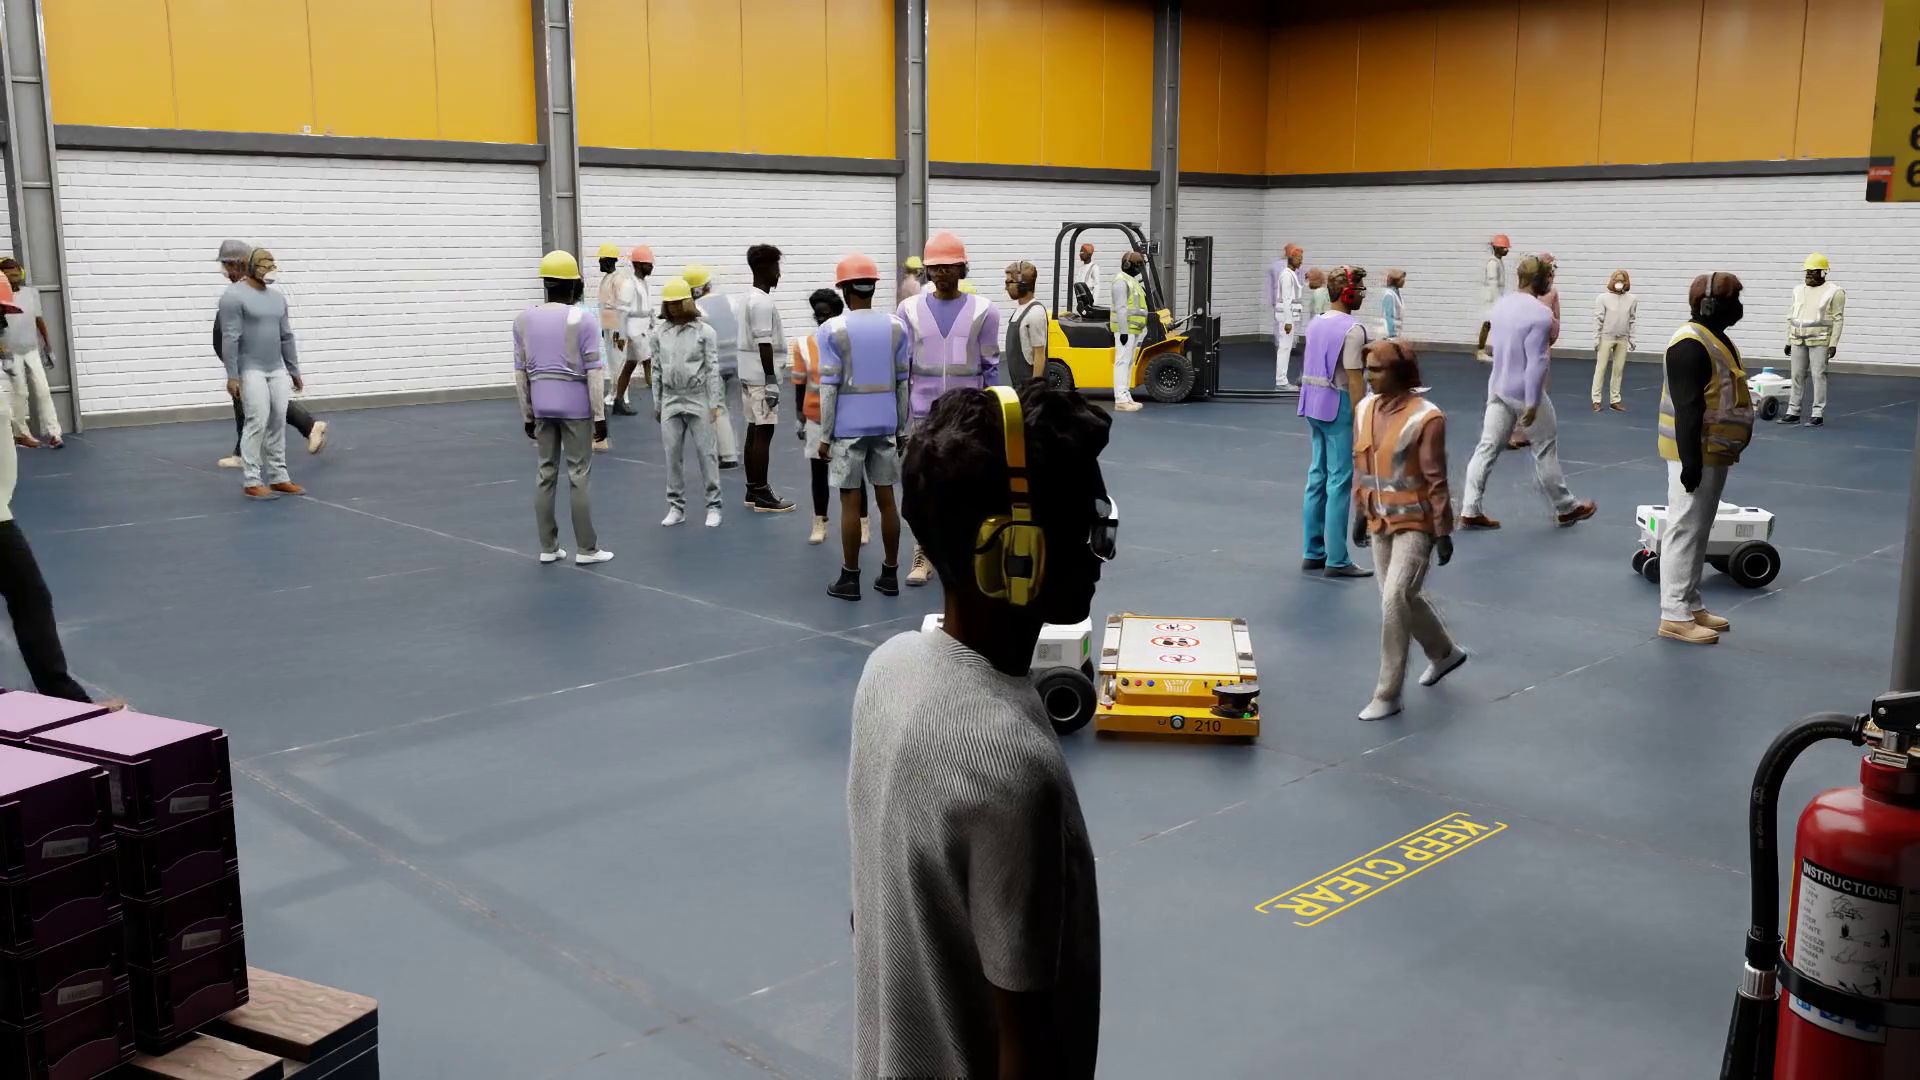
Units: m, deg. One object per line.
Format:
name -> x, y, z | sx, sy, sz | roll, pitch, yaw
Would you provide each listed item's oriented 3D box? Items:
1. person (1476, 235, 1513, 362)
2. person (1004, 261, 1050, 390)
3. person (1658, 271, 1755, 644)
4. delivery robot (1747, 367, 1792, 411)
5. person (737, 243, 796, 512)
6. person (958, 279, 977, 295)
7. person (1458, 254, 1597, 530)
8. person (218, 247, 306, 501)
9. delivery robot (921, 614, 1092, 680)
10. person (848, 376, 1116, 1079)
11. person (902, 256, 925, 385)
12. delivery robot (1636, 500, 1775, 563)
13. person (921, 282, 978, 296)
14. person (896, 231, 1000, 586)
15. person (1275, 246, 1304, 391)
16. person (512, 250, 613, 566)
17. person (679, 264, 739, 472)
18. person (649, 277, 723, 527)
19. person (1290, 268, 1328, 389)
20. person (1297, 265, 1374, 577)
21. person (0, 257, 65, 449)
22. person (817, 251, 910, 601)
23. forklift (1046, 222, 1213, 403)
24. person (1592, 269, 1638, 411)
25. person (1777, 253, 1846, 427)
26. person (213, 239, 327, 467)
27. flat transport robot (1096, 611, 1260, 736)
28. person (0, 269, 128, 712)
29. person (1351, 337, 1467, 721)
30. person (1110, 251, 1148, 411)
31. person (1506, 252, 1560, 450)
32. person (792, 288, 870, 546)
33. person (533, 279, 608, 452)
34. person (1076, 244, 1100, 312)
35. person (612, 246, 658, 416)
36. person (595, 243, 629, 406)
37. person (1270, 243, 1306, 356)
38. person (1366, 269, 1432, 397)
person -> 8.588, -3.831, 26.476 | 0.691, 2.018, 0.652 | 6, 12, 28
person -> 0.470, -1.082, 11.994 | 0.345, 1.841, 0.506 | -2, 11, -12
person -> 3.745, -0.419, 8.372 | 0.429, 1.845, 0.627 | 7, 13, 34
delivery robot -> 8.951, -1.672, 18.461 | 0.707, 0.478, 0.477 | -6, 12, -30
person -> -1.448, -1.192, 12.242 | 0.367, 1.967, 0.603 | -4, 11, -19
person -> -0.021, -0.725, 10.281 | 0.343, 1.755, 0.539 | 0, 10, -2
person -> 3.906, -0.997, 11.401 | 1.013, 1.884, 0.635 | -4, 11, -19
person -> -5.362, -1.279, 12.833 | 0.441, 1.930, 0.664 | 4, 11, 19
delivery robot -> 0.193, 0.439, 6.947 | 0.707, 0.478, 0.477 | 0, 10, 3
person -> 0.037, 0.743, 1.960 | 0.313, 1.869, 0.538 | -4, 11, -20
person -> -0.712, -2.929, 22.301 | 0.588, 1.747, 0.532 | -3, 11, -17
delivery robot -> 4.362, -0.077, 9.761 | 0.707, 0.478, 0.477 | 1, 11, 8
person -> -0.105, -1.797, 15.728 | 0.608, 1.898, 0.548 | 5, 12, 27
person -> -0.081, -0.741, 9.580 | 0.614, 2.043, 0.374 | 1, 10, 4
person -> 4.248, -2.848, 21.492 | 0.337, 1.884, 0.584 | 3, 11, 13
person -> -2.437, -0.801, 10.219 | 0.584, 1.928, 0.372 | 3, 11, 17
person -> -2.128, -1.461, 14.237 | 0.546, 1.777, 0.660 | 7, 13, 35
person -> -1.912, -0.946, 11.545 | 0.488, 1.733, 0.362 | 2, 11, 8
person -> 4.744, -2.768, 21.880 | 0.752, 1.591, 0.626 | 4, 11, 22
person -> 2.227, -0.701, 9.897 | 0.389, 1.846, 0.564 | -3, 11, -18
person -> -8.757, -1.740, 15.635 | 0.833, 1.814, 0.615 | 7, 13, 34
person -> -0.549, -0.627, 9.255 | 0.543, 1.934, 0.362 | -5, 12, -27
forklift -> 1.935, -2.847, 20.651 | 2.313, 2.155, 1.214 | 2, 11, 13
person -> 7.554, -2.298, 19.189 | 0.501, 1.631, 0.287 | -1, 10, -5
person -> 9.030, -2.117, 17.656 | 0.404, 1.829, 0.600 | -6, 12, -30
person -> -6.128, -1.678, 14.694 | 0.859, 2.000, 0.697 | -4, 11, -23
flat transport robot -> 0.955, 0.559, 7.323 | 0.652, 0.197, 1.431 | 1, 10, 7
person -> -3.907, -0.105, 6.449 | 0.613, 1.939, 1.051 | 8, 13, 37
person -> 1.957, -0.066, 7.097 | 0.731, 1.607, 0.538 | -5, 12, -27
person -> 1.961, -2.419, 19.300 | 0.429, 1.837, 0.621 | 3, 11, 17
person -> 5.386, -1.799, 15.853 | 0.643, 1.862, 0.706 | 0, 10, -1
person -> -0.829, -0.794, 10.841 | 0.535, 1.686, 0.321 | 1, 10, 7
person -> -3.642, -1.621, 15.392 | 0.773, 1.663, 0.558 | -1, 10, -8
person -> 2.030, -3.788, 26.630 | 0.355, 1.883, 0.574 | -4, 11, -23
person -> -3.501, -2.312, 18.559 | 0.972, 1.885, 0.567 | 2, 11, 10
person -> -4.159, -2.573, 19.875 | 0.360, 1.930, 0.587 | -6, 12, -29
person -> 5.491, -4.006, 27.804 | 0.656, 1.888, 0.504 | 7, 12, 33
person -> 5.395, -2.528, 20.541 | 0.860, 1.592, 0.551 | 6, 12, 29
